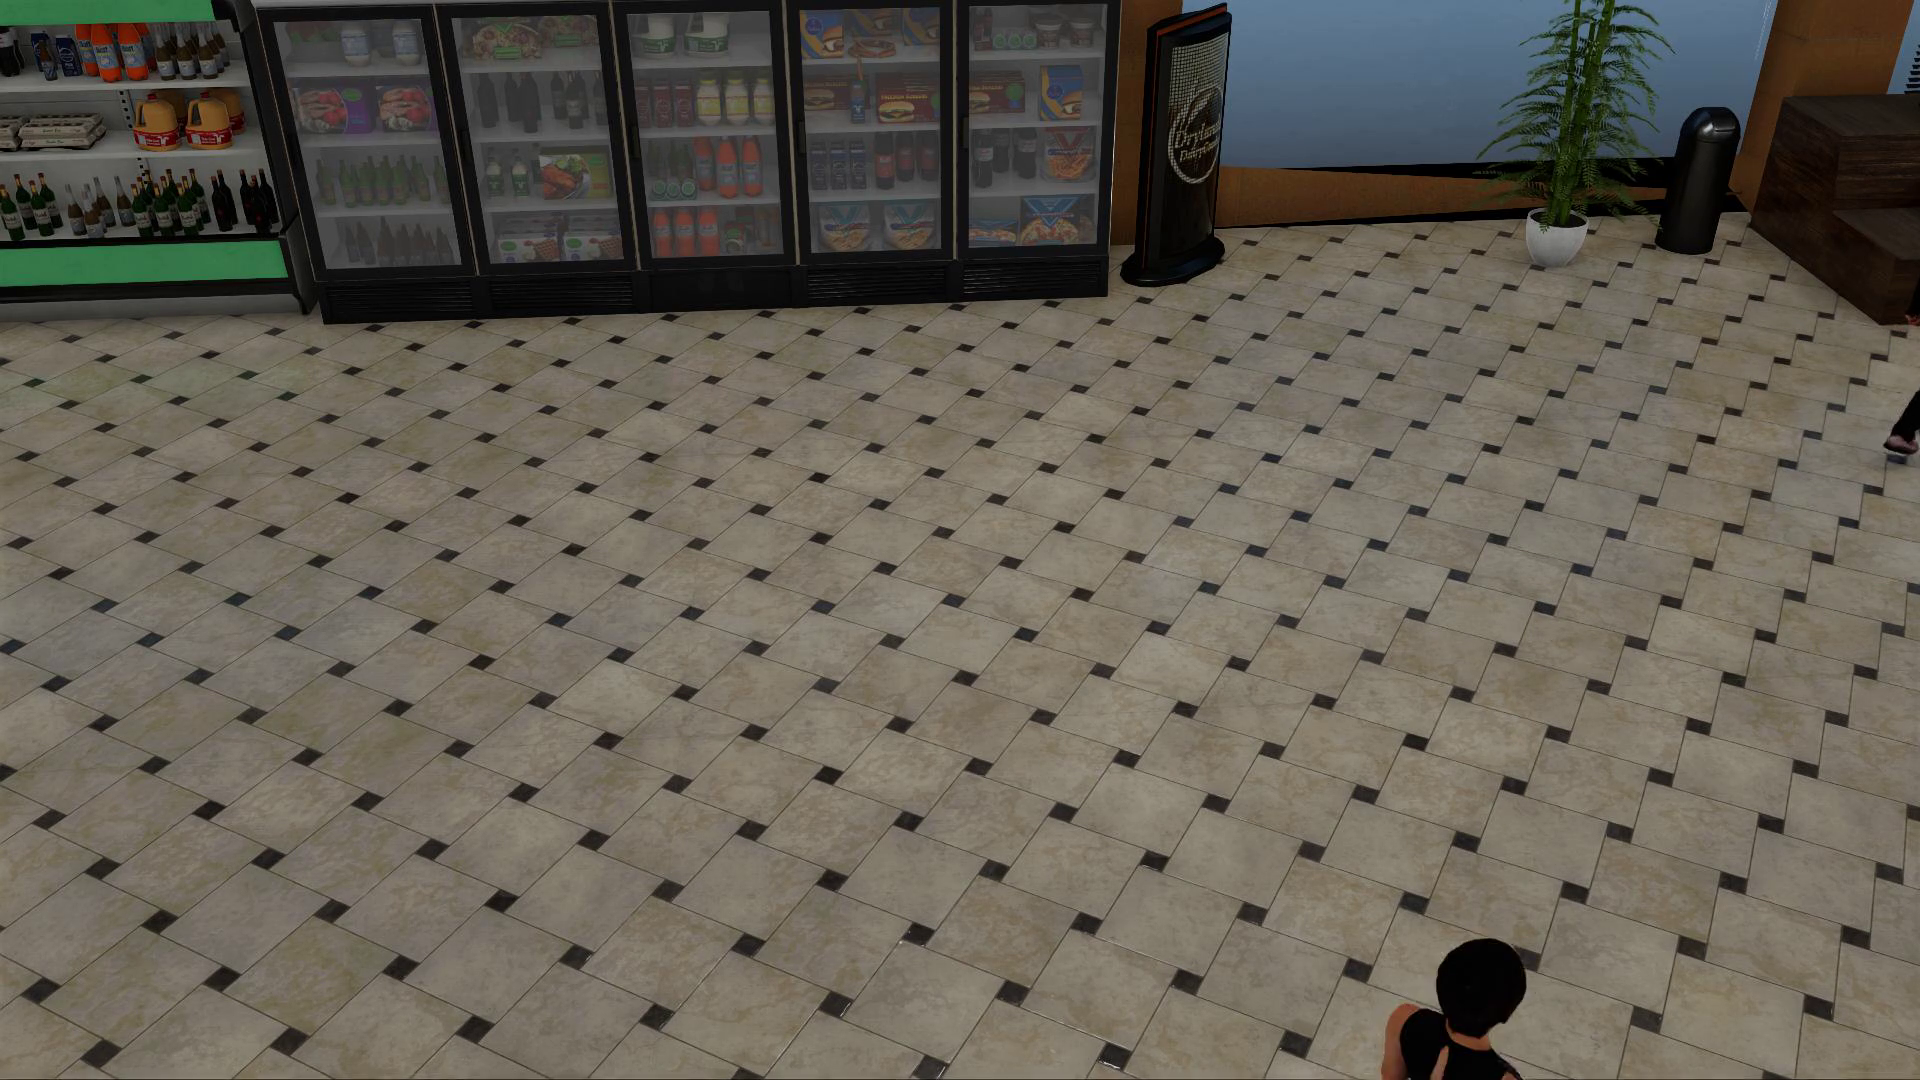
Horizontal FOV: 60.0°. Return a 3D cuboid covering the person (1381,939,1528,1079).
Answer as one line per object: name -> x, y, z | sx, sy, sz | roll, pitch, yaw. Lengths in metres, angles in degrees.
person -> 1.172, 1.679, 4.276 | 0.864, 1.592, 0.784 | -25, 39, -34

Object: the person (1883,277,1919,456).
person -> 5.298, -1.181, 8.887 | 1.185, 1.577, 0.977 | -18, 36, -27
